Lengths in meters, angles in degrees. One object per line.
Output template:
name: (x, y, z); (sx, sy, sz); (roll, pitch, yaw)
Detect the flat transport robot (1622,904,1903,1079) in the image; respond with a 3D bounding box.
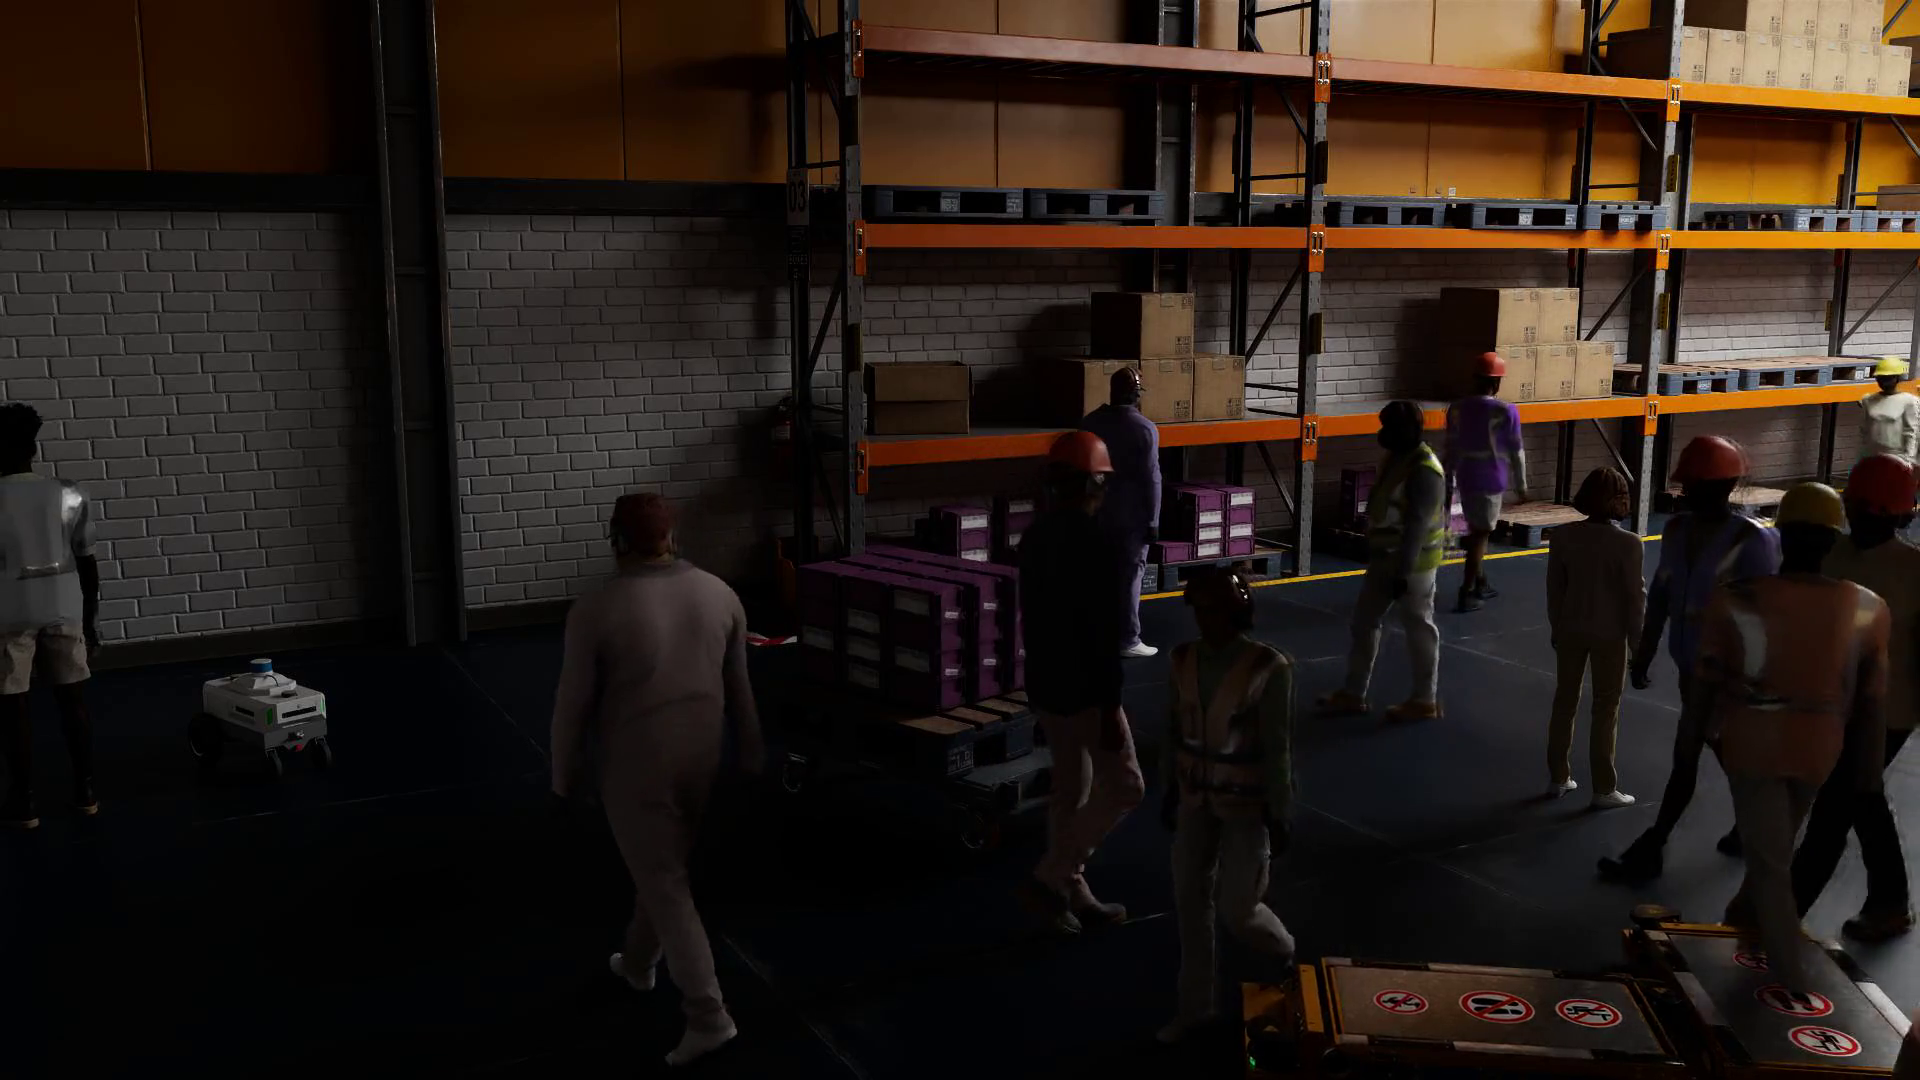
flat transport robot: (2.704, 1.571, 5.488); (0.652, 0.197, 1.431); (1, 10, 8)

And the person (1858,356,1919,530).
person: (8.001, -0.716, 14.405); (0.378, 1.755, 0.525); (-7, 12, -34)

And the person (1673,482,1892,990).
person: (2.844, 0.739, 5.742); (0.604, 1.867, 1.017); (1, 10, 4)

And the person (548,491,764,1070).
person: (-1.002, 0.768, 5.593); (0.686, 1.850, 1.017); (-9, 13, -41)

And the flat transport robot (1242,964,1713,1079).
flat transport robot: (1.642, 1.593, 5.365); (1.431, 0.197, 0.652); (1, 10, 8)

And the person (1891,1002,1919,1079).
person: (1.862, 1.253, 3.040); (0.370, 1.764, 0.546); (1, 10, 4)

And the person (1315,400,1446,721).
person: (2.357, 0.131, 9.325); (0.784, 1.815, 0.661); (-1, 10, -5)

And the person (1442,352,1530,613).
person: (3.937, -0.432, 12.330); (0.822, 1.906, 0.555); (-9, 13, -41)

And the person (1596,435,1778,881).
person: (3.207, 0.484, 7.122); (1.012, 1.886, 0.562); (-3, 10, -19)

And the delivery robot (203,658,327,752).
delivery robot: (-3.572, 0.853, 8.539); (0.707, 0.478, 0.477); (8, 13, 39)

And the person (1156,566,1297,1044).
person: (0.916, 0.876, 5.566); (0.501, 1.624, 0.530); (-9, 13, -41)

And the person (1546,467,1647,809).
person: (3.034, 0.463, 7.950); (0.281, 1.633, 0.500); (-8, 12, -38)

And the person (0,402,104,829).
person: (-4.308, 0.362, 7.656); (0.361, 1.964, 0.678); (9, 14, 43)

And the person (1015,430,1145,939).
person: (0.446, 0.569, 6.362); (0.456, 1.970, 0.635); (-5, 11, -28)

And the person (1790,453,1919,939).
person: (3.277, 0.625, 6.170); (1.083, 1.920, 0.641); (-4, 11, -21)

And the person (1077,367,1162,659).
person: (1.063, -0.177, 10.879); (0.646, 1.900, 0.403); (9, 13, 42)
